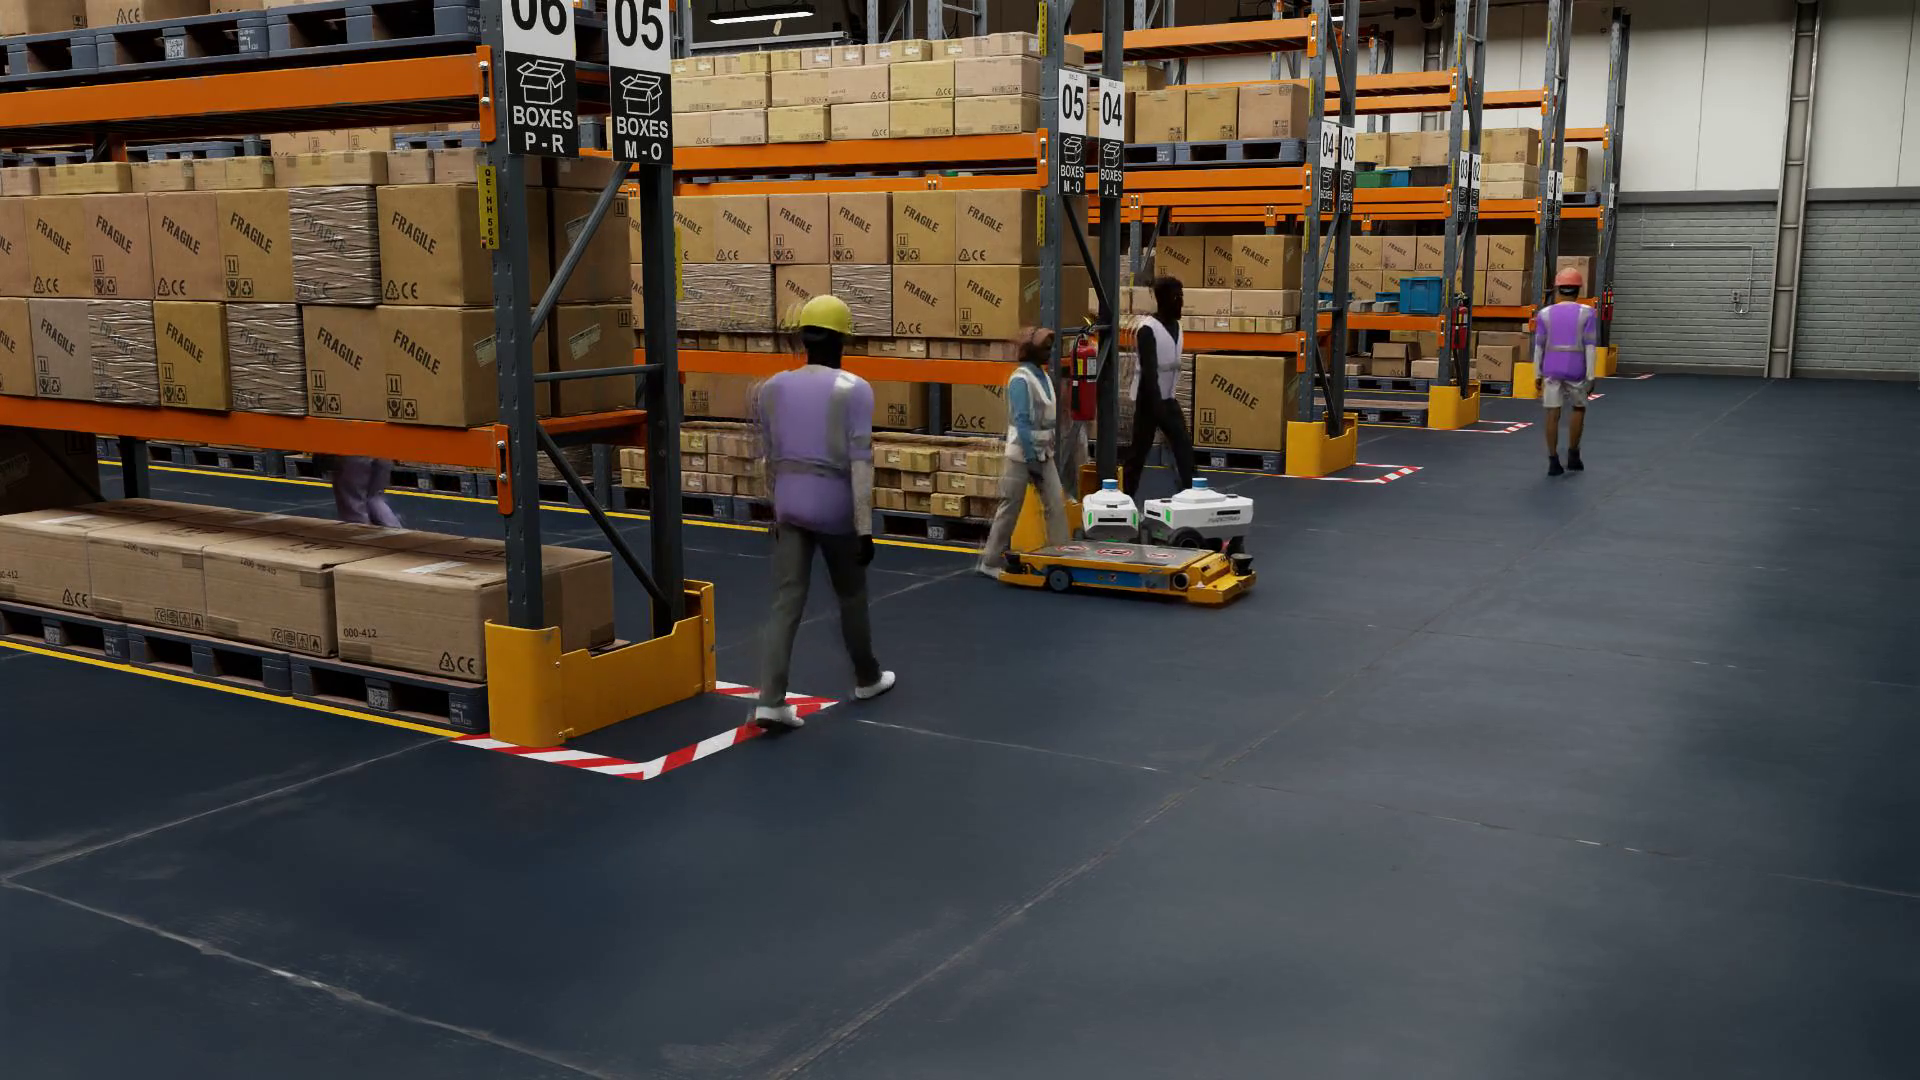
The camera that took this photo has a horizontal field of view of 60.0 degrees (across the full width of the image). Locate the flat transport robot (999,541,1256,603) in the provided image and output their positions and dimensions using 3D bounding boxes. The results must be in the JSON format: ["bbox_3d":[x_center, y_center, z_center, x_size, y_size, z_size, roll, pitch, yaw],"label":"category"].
[{"bbox_3d":[1.022,0.172,10.150,1.431,0.197,0.652,5,11,26],"label":"flat transport robot"}]

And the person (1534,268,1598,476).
[{"bbox_3d":[5.668,-1.570,15.534,0.587,1.911,0.713,6,11,32],"label":"person"}]

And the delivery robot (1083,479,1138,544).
[{"bbox_3d":[0.988,-0.156,10.969,0.477,0.478,0.707,0,10,2],"label":"delivery robot"}]

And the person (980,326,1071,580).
[{"bbox_3d":[0.447,-0.517,10.289,0.727,1.604,0.524,5,11,28],"label":"person"}]

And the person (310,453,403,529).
[{"bbox_3d":[-3.580,-0.592,9.901,0.443,1.893,0.651,3,10,19],"label":"person"}]

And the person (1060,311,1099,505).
[{"bbox_3d":[1.026,-1.034,13.345,0.528,1.589,0.848,-8,12,-38],"label":"person"}]

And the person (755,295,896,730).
[{"bbox_3d":[-0.624,-0.126,7.267,0.595,1.869,1.028,4,11,24],"label":"person"}]

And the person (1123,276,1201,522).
[{"bbox_3d":[1.587,-1.027,12.493,0.973,1.866,0.594,7,12,36],"label":"person"}]

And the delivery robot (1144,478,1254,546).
[{"bbox_3d":[1.589,-0.168,11.040,0.707,0.478,0.477,-4,11,-24],"label":"delivery robot"}]
